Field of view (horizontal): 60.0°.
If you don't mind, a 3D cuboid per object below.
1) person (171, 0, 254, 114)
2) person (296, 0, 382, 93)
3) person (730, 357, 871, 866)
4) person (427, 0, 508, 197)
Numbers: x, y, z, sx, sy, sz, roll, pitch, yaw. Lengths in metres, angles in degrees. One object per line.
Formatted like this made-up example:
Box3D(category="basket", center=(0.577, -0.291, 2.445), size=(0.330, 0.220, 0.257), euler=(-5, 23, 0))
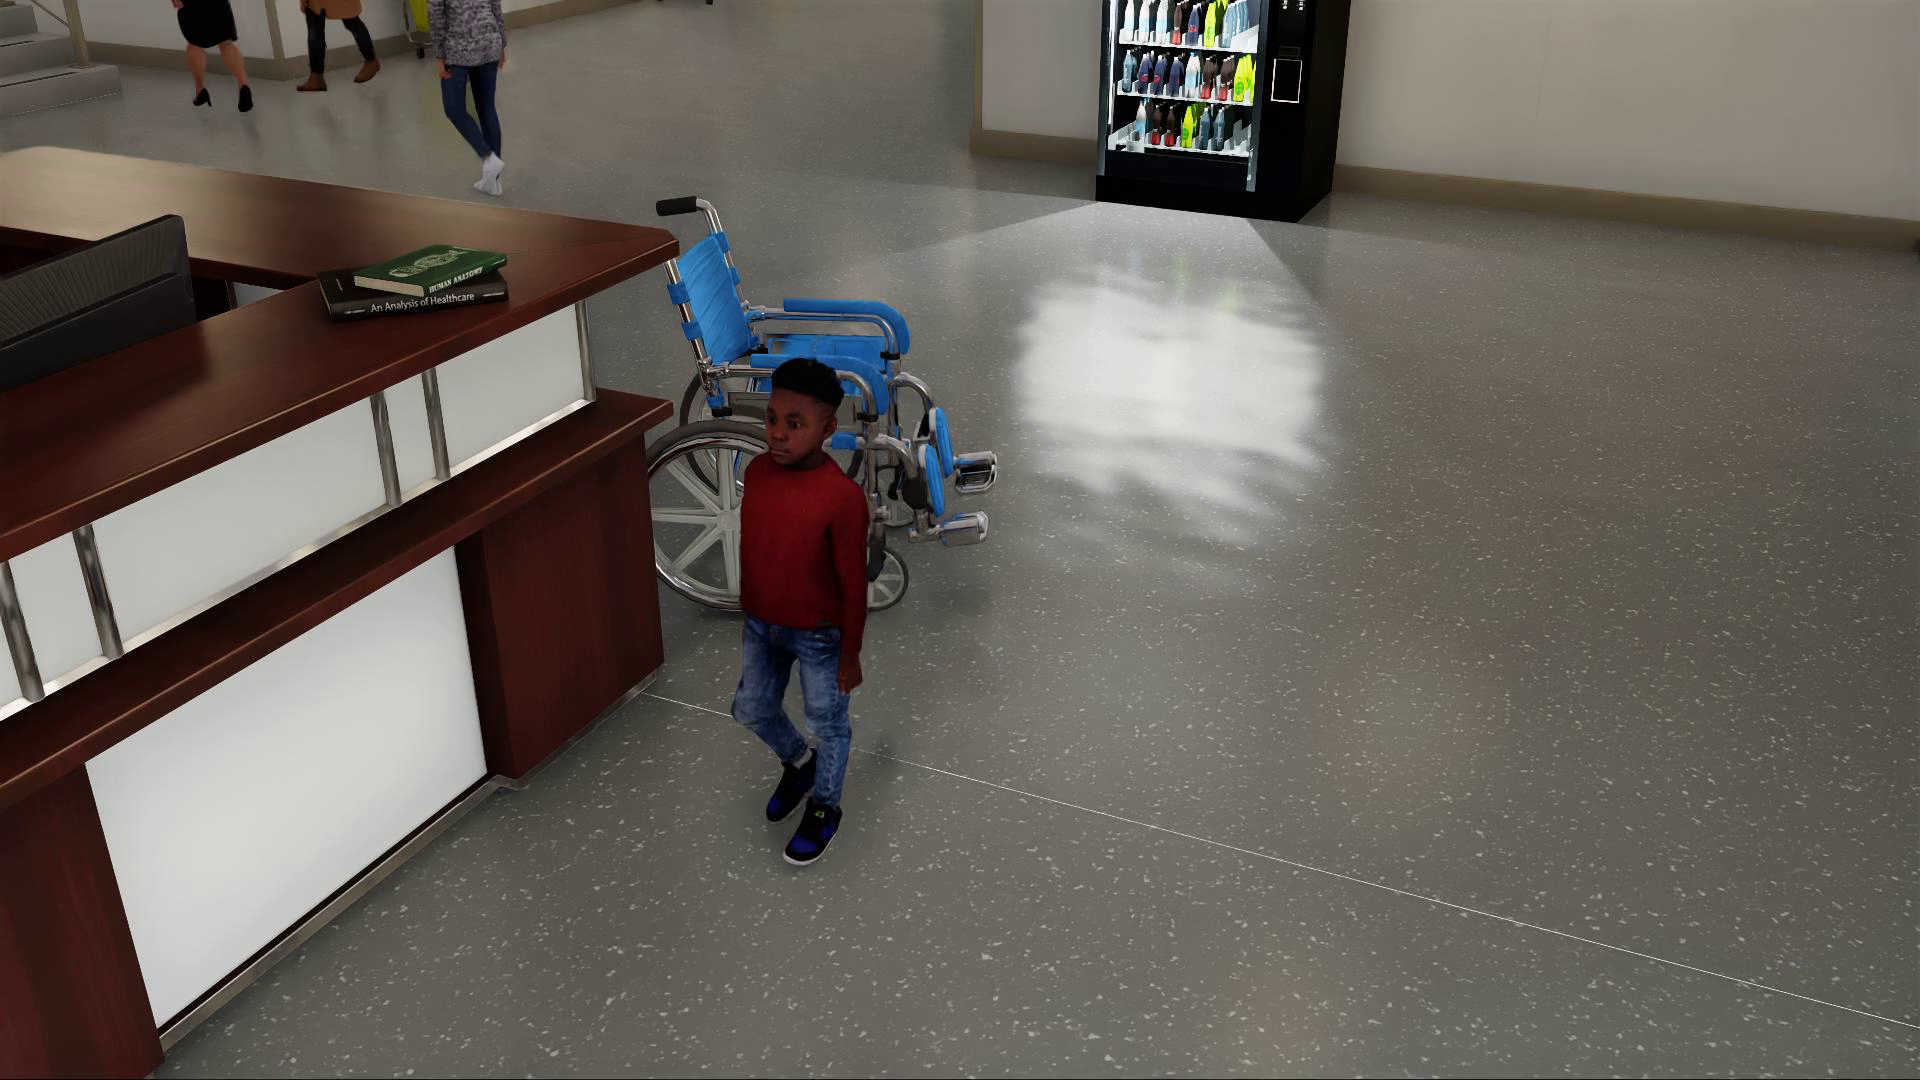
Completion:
Box3D(category="person", center=(-5.287, -3.810, 11.695), size=(0.973, 1.639, 1.184), euler=(-20, 32, -36))
Box3D(category="person", center=(-4.678, -4.242, 12.491), size=(1.123, 1.683, 0.829), euler=(8, 27, 17))
Box3D(category="person", center=(-0.343, 0.152, 3.928), size=(0.484, 1.249, 0.596), euler=(15, 30, 29))
Box3D(category="person", center=(-2.758, -2.797, 9.504), size=(0.812, 1.718, 0.937), euler=(-21, 33, -36))
